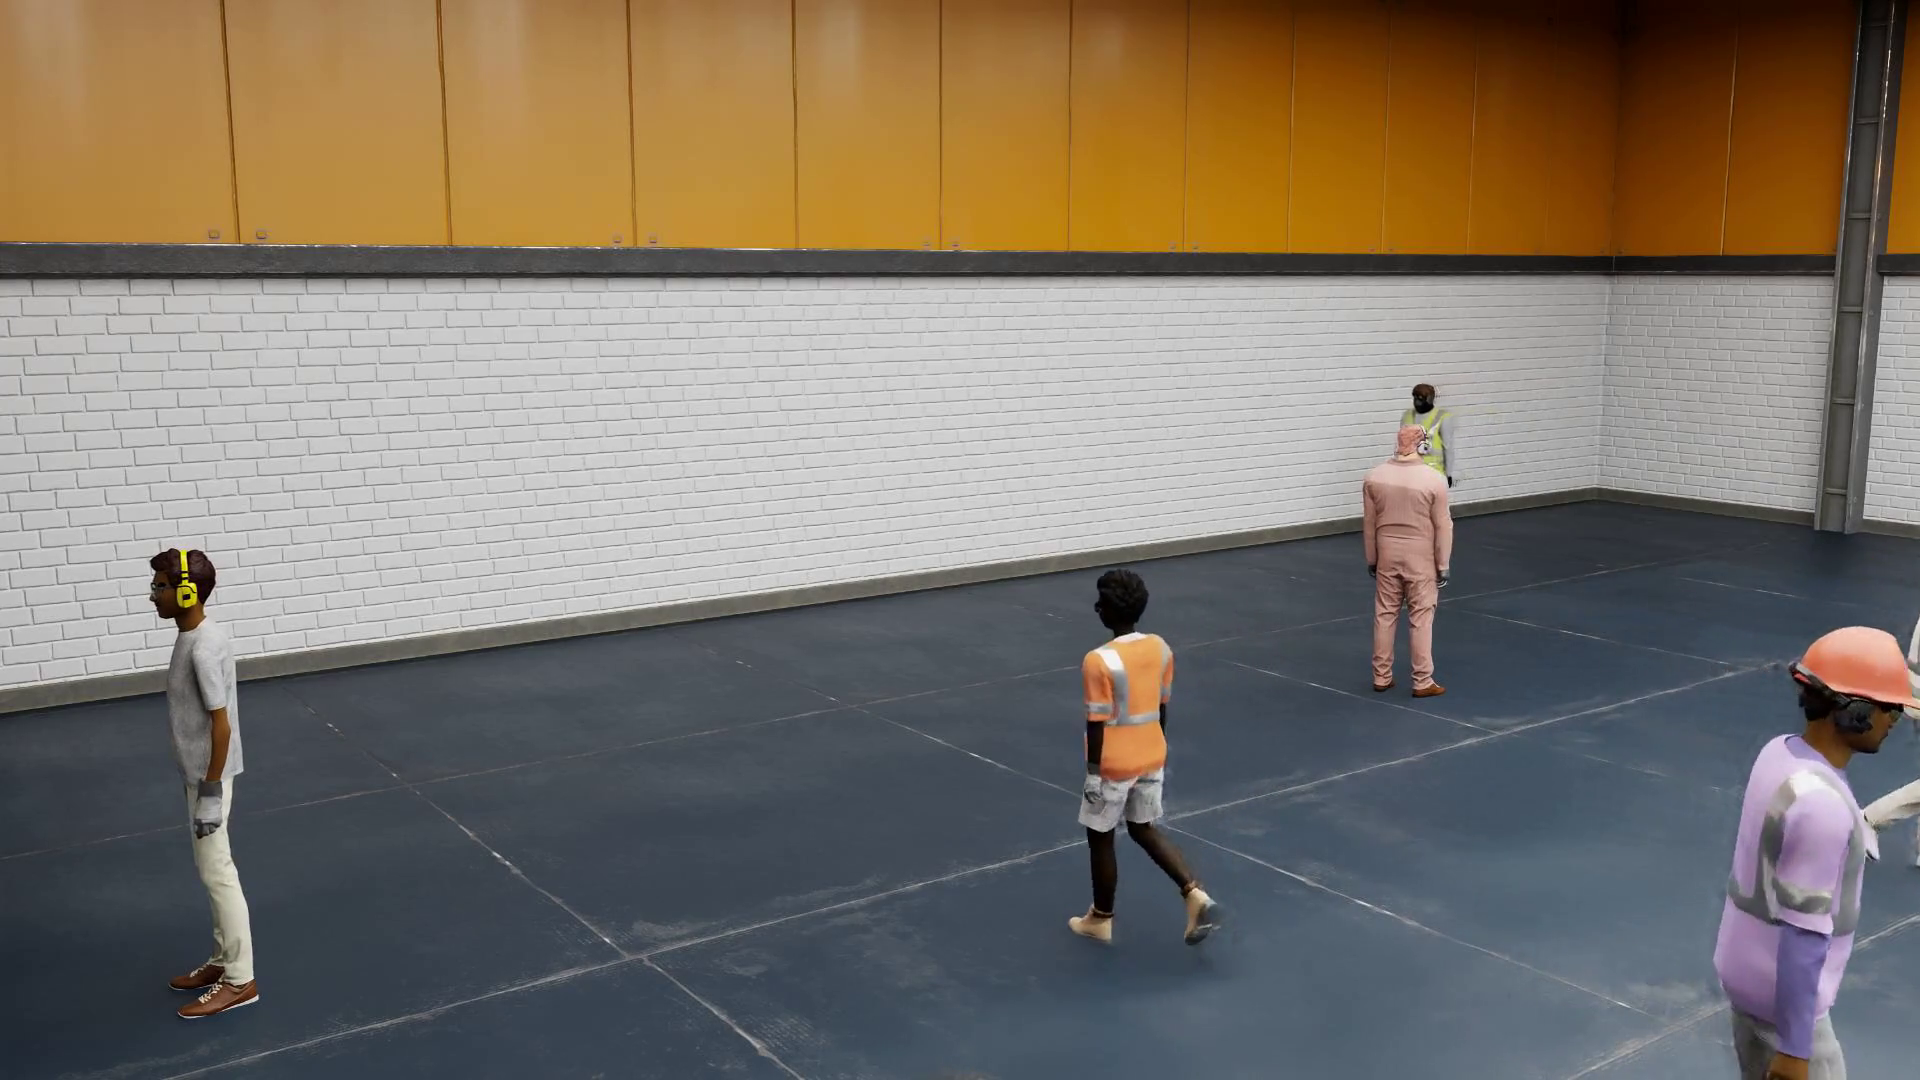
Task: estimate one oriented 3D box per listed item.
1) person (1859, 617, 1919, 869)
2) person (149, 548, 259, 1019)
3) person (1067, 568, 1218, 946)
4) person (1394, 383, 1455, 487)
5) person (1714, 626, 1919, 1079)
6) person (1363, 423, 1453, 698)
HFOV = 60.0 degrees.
[{"bbox_3d":[4.704,0.836,8.087,0.481,1.622,0.537,5,11,30],"label":"person"},{"bbox_3d":[-3.030,0.954,6.627,0.316,1.870,0.531,-5,11,-29],"label":"person"},{"bbox_3d":[0.774,0.963,7.148,0.534,1.684,0.635,-9,13,-44],"label":"person"},{"bbox_3d":[4.847,-0.742,17.333,0.950,1.800,0.639,-7,11,-35],"label":"person"},{"bbox_3d":[2.193,1.212,4.622,0.759,2.011,0.630,3,10,15],"label":"person"},{"bbox_3d":[3.122,0.141,11.555,0.636,1.901,0.406,8,12,40],"label":"person"}]
